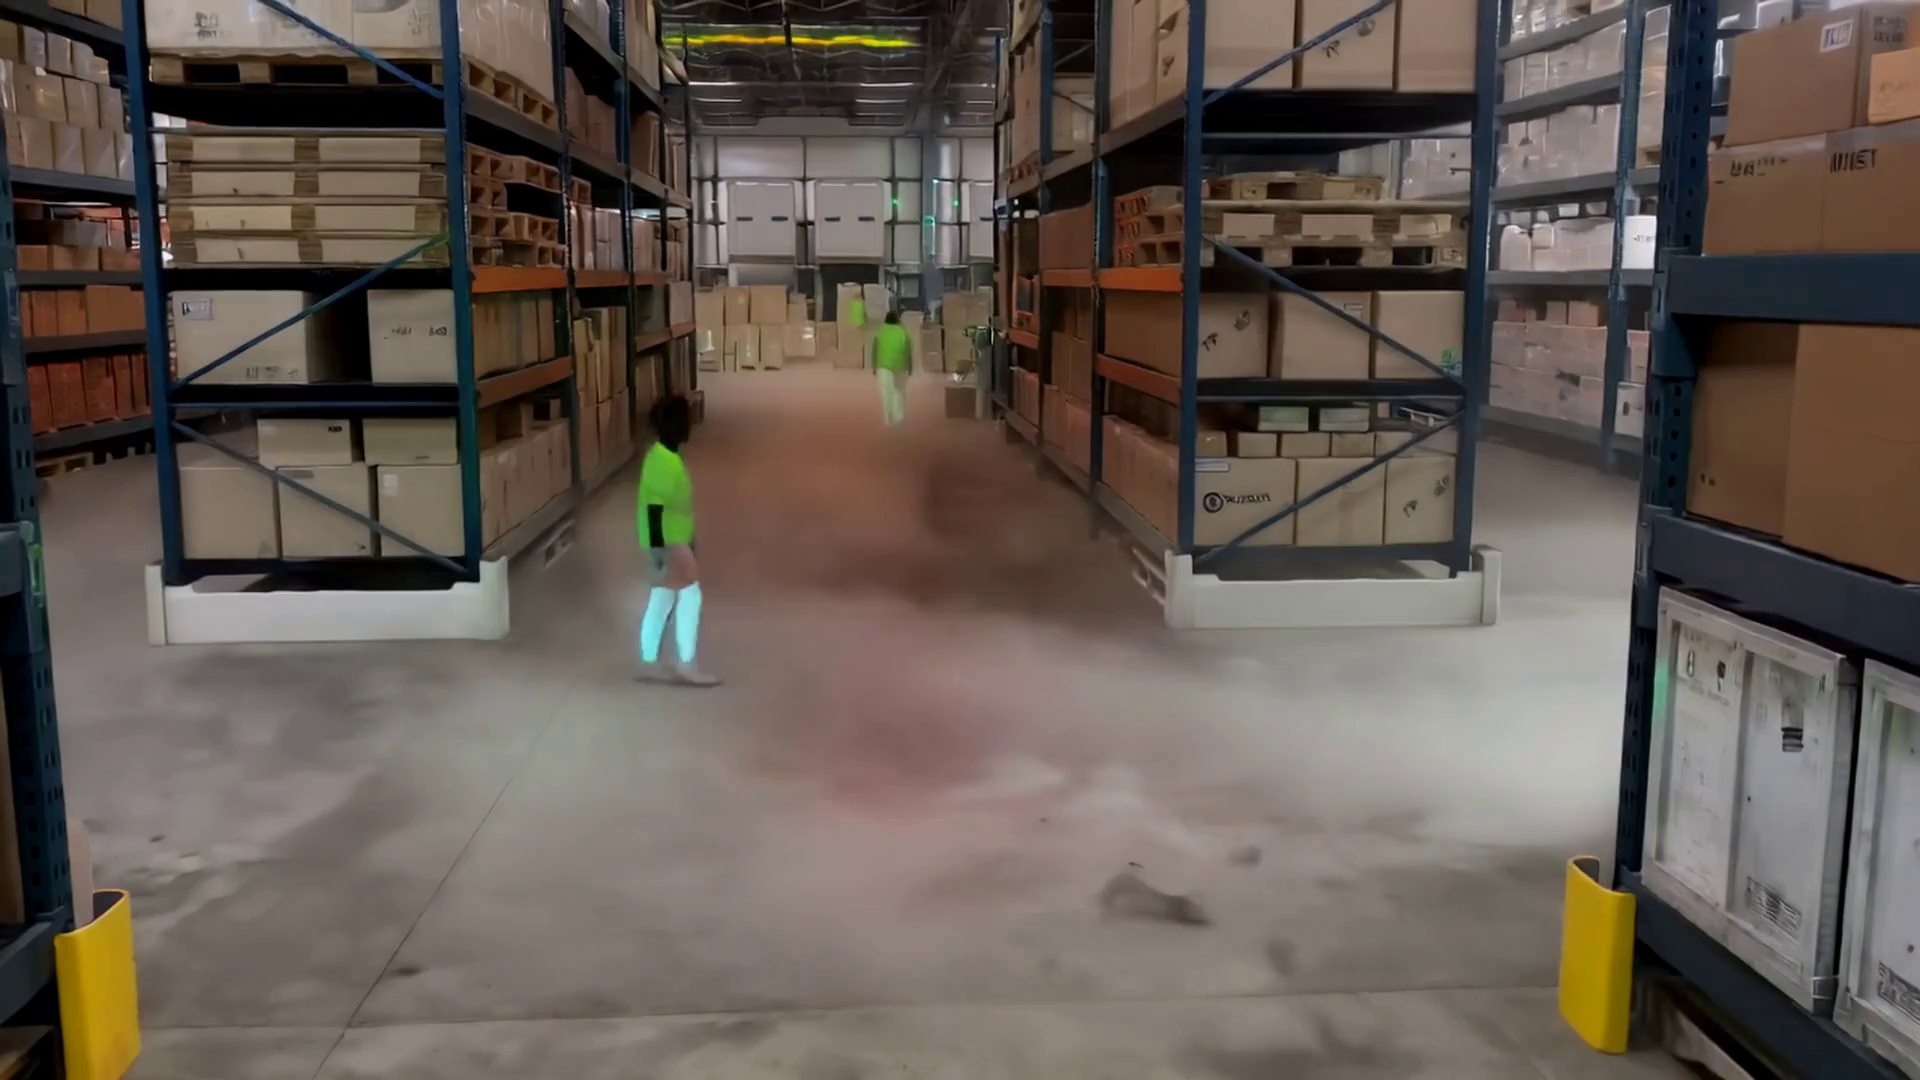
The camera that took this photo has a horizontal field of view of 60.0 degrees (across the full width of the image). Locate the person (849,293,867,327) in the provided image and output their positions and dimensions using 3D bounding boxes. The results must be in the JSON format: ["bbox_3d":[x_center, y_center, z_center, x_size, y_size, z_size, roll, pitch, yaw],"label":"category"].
[{"bbox_3d":[-2.756,-5.812,45.515,1.036,1.872,0.677,-6,11,-31],"label":"person"}]

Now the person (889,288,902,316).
[{"bbox_3d":[-2.302,-7.827,57.973,0.634,1.929,0.381,3,10,20],"label":"person"}]

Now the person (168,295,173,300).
[{"bbox_3d":[-31.336,-9.056,65.887,0.672,1.862,0.781,-9,12,-43],"label":"person"}]

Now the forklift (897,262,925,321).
[{"bbox_3d":[-1.813,-8.621,59.962,1.129,2.768,1.873,-1,9,-4],"label":"forklift"}]

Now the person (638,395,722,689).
[{"bbox_3d":[-1.580,0.016,9.471,0.632,1.677,0.562,0,9,-2],"label":"person"}]

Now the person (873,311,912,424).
[{"bbox_3d":[-1.072,-2.757,26.547,0.638,1.785,0.987,0,9,3],"label":"person"}]

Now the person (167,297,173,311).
[{"bbox_3d":[-28.802,-8.195,60.355,0.745,1.903,0.595,4,10,24],"label":"person"}]

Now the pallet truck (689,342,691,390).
[{"bbox_3d":[-5.225,-3.008,27.480,1.885,1.965,0.823,2,9,14],"label":"pallet truck"}]
